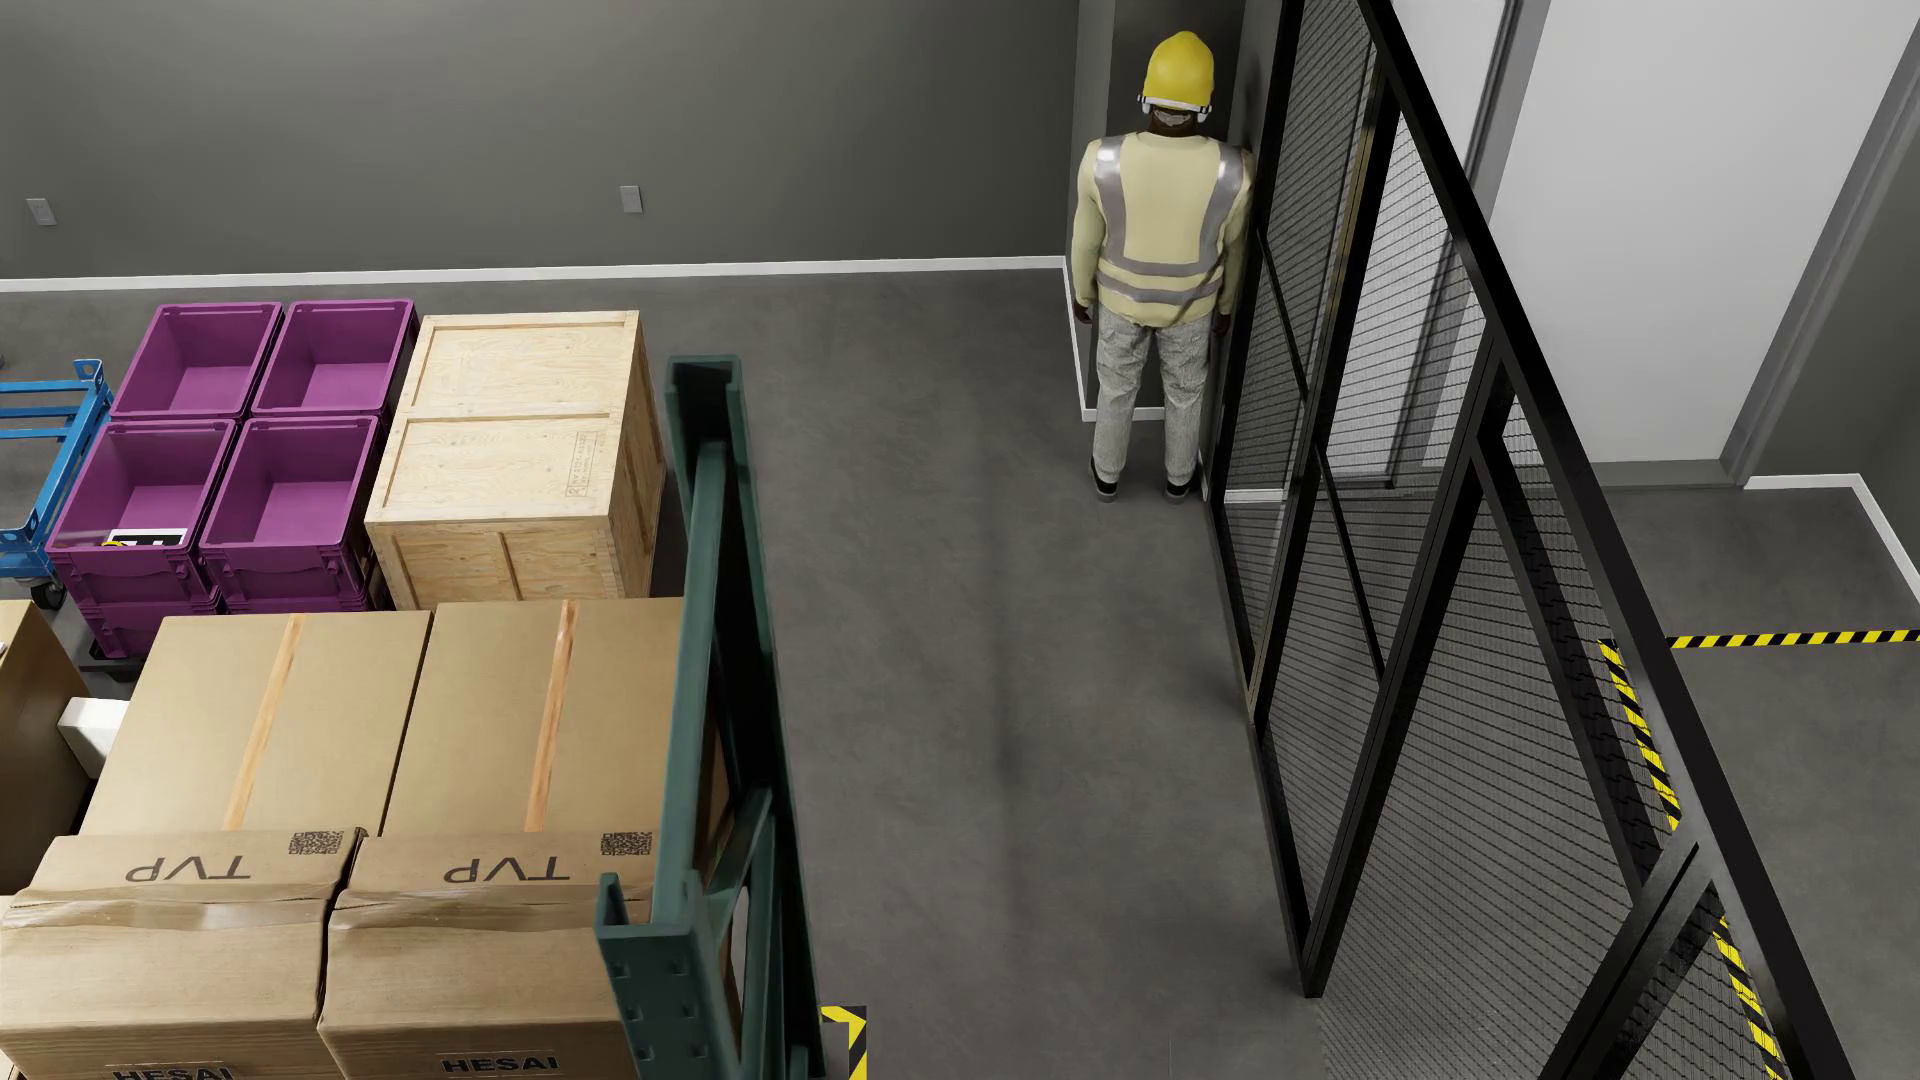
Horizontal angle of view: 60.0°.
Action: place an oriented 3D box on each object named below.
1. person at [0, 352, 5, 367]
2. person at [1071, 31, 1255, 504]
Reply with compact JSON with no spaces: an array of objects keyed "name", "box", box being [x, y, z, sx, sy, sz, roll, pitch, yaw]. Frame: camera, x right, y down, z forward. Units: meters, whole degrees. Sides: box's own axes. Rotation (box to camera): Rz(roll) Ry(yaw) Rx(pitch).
[{"name":"person","box":[-4.035,-1.278,5.977,0.379,1.940,0.629,-2,46,-2]},{"name":"person","box":[0.670,-0.863,5.652,0.592,1.832,0.404,5,47,5]}]
